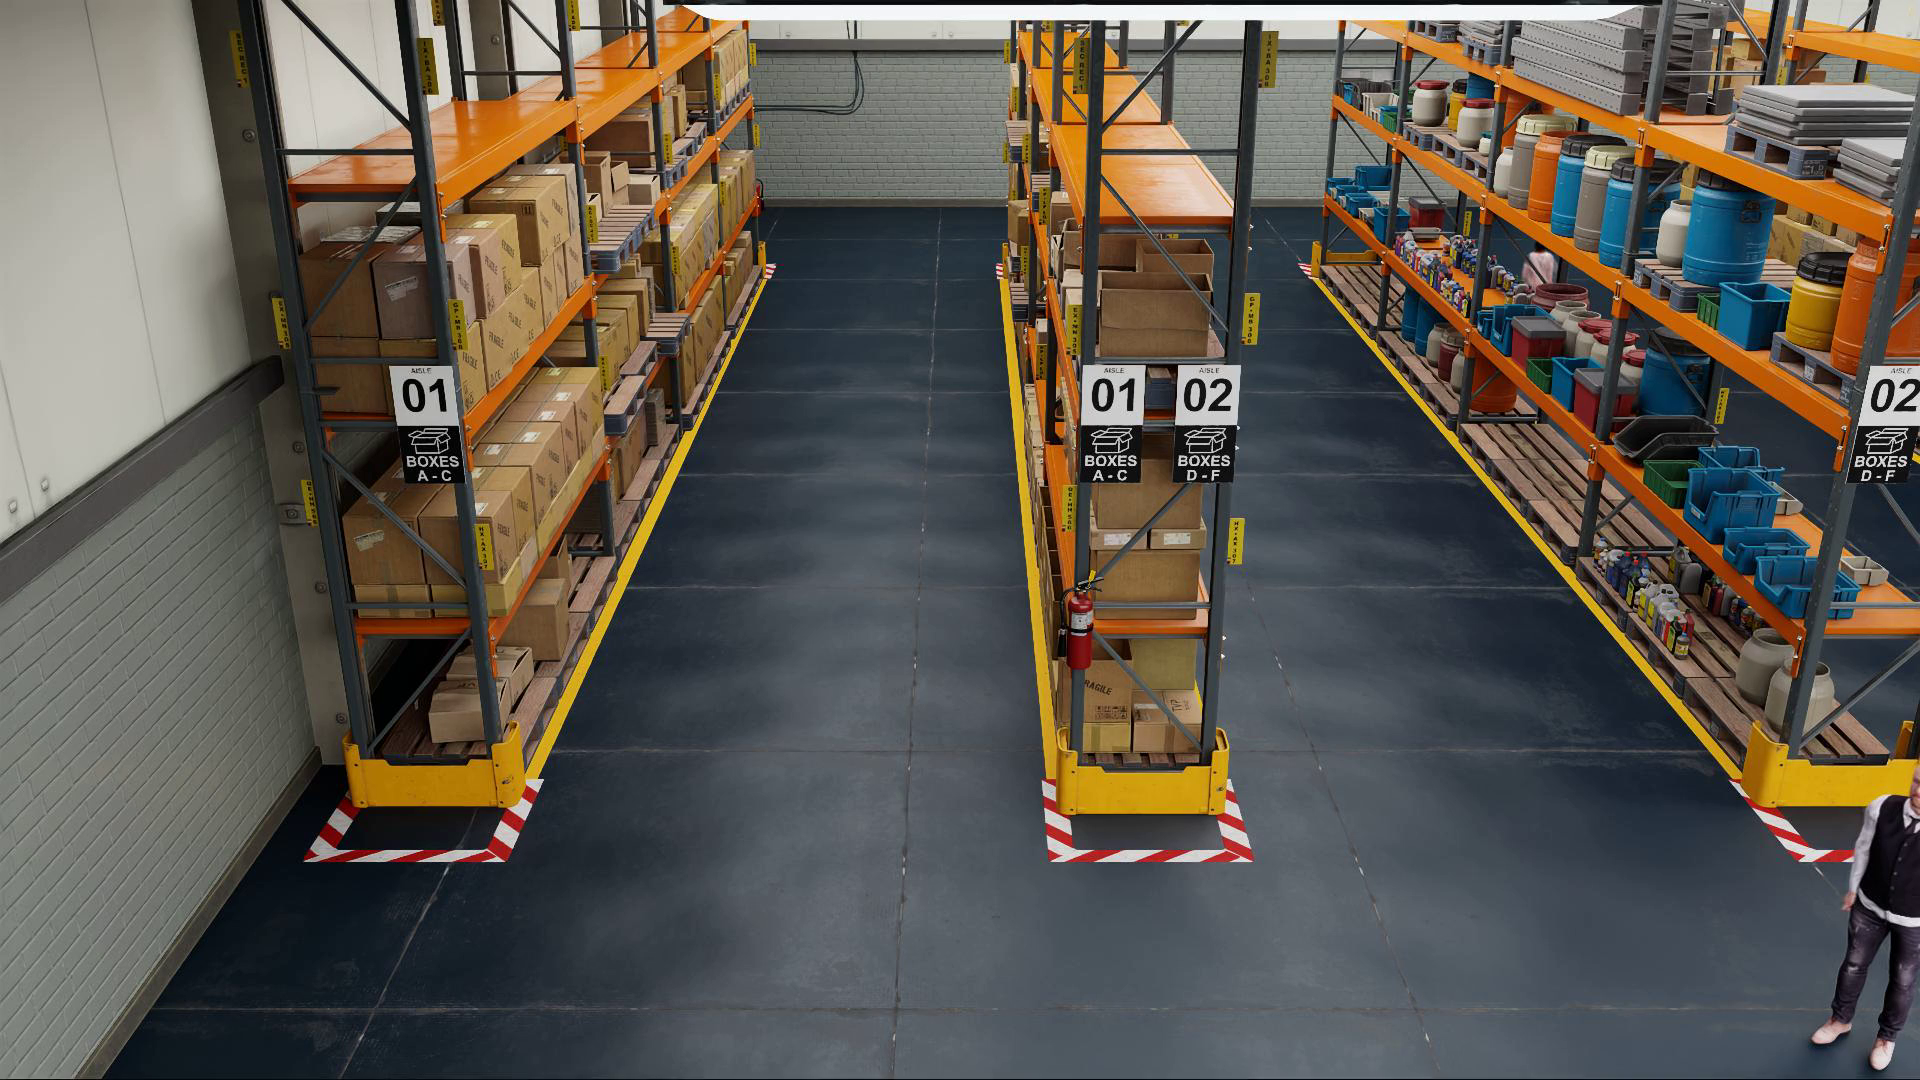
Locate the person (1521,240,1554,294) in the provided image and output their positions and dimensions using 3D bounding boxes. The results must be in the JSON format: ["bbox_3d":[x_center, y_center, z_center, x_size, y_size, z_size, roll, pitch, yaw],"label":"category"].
[{"bbox_3d":[7.894,-3.449,22.766,0.619,1.408,0.995,3,22,6],"label":"person"}]

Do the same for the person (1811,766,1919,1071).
[{"bbox_3d":[5.034,1.986,8.931,0.840,1.823,0.769,-19,29,-39],"label":"person"}]
